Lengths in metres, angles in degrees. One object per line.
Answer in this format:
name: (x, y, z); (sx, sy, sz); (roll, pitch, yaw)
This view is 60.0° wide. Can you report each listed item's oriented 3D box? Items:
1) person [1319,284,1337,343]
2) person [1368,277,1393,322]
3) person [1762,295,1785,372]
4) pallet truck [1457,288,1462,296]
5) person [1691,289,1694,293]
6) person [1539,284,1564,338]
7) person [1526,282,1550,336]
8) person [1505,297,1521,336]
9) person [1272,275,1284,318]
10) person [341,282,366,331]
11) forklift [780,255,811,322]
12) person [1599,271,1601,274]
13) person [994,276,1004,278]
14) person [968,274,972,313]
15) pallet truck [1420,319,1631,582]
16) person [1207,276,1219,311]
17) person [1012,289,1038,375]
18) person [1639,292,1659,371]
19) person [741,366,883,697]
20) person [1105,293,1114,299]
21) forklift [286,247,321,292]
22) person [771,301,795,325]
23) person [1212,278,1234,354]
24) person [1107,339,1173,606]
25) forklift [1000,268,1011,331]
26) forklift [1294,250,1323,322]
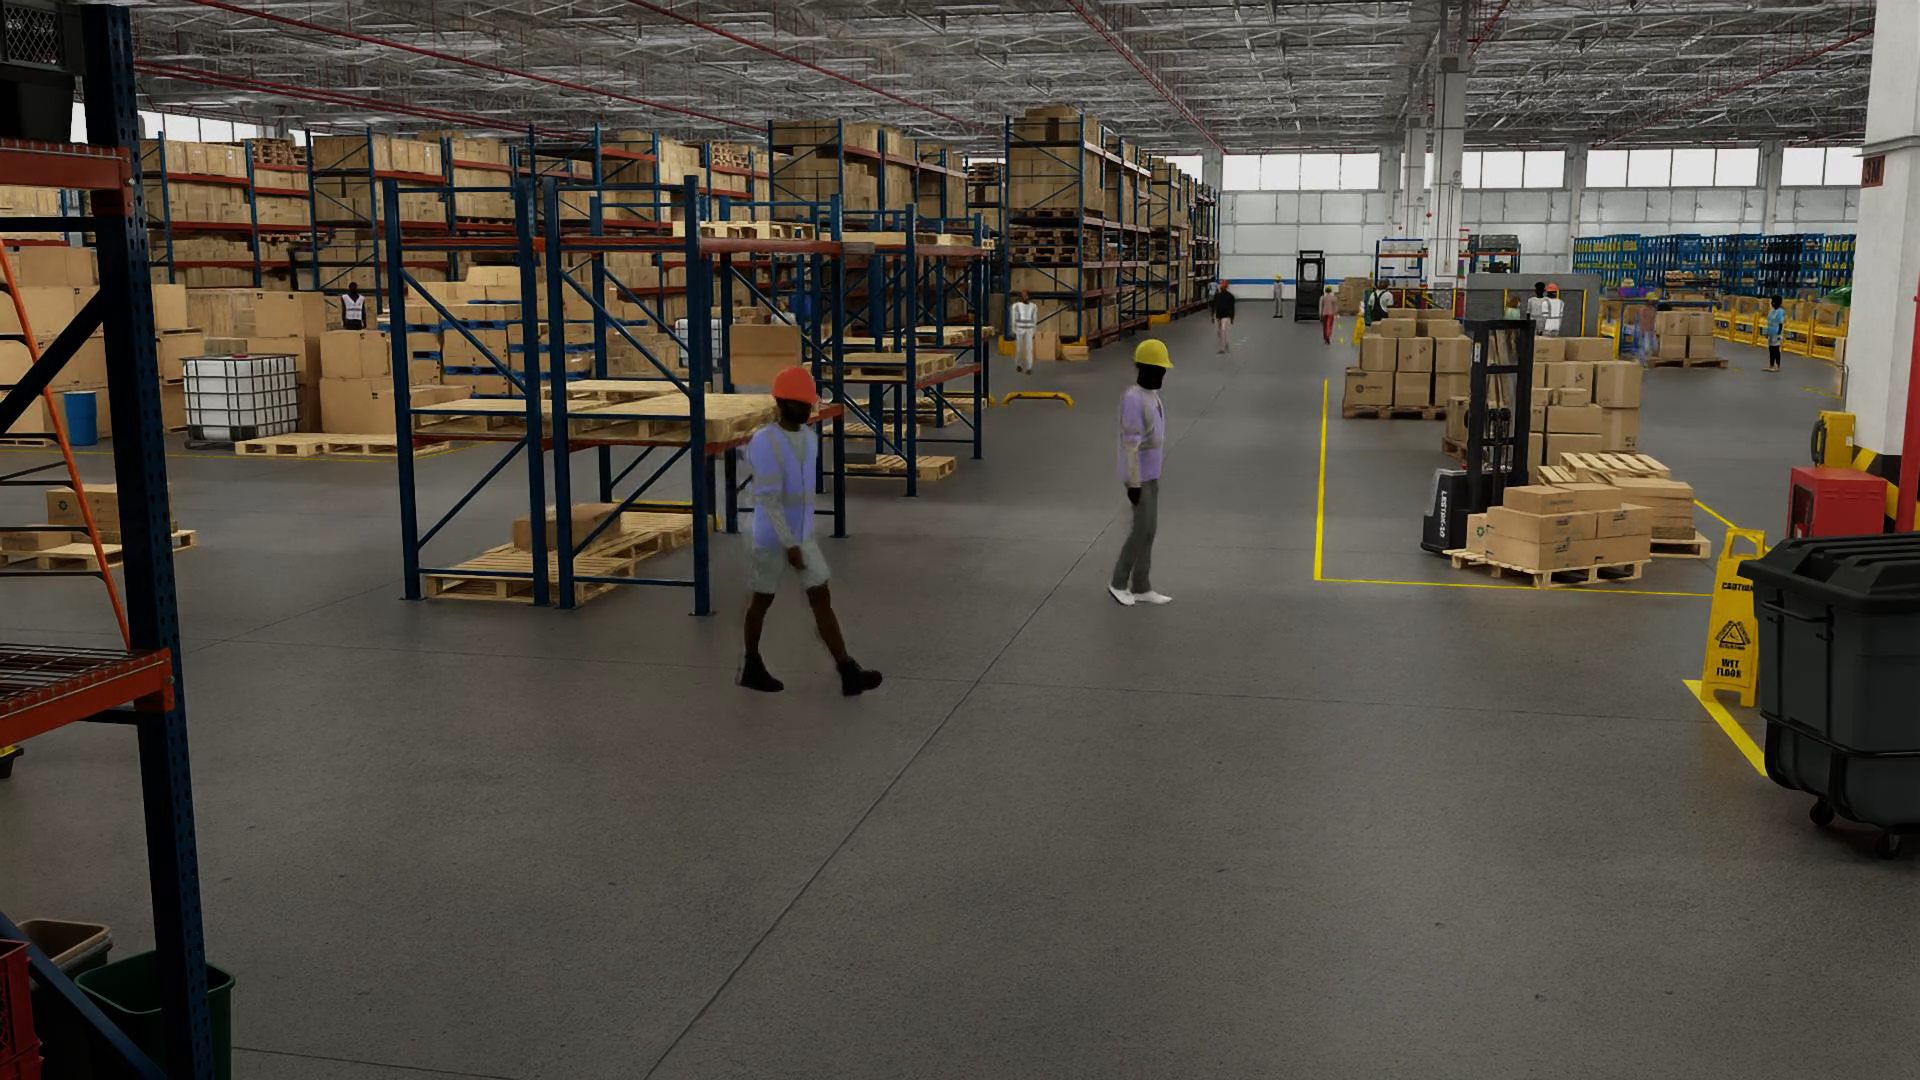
person: (10.764, -6.611, 48.691); (0.531, 1.745, 0.683); (4, 10, 20)
person: (10.450, -5.469, 41.077); (0.536, 2.000, 0.683); (-7, 12, -36)
person: (17.947, -4.541, 36.627); (0.319, 1.693, 0.533); (0, 10, -1)
pallet truck: (20.506, -9.785, 68.819); (0.653, 1.274, 1.630); (2, 10, 12)
person: (34.737, -11.824, 79.425); (0.615, 1.802, 0.783); (-1, 10, -3)
person: (13.051, -4.691, 36.772); (0.544, 1.939, 0.354); (-4, 10, -21)
person: (13.209, -4.906, 37.959); (0.610, 1.964, 0.365); (8, 13, 40)
person: (13.159, -4.997, 39.604); (0.833, 1.593, 0.510); (9, 13, 44)
person: (13.438, -10.284, 70.243); (0.410, 1.823, 0.613); (-5, 11, -27)
person: (-15.058, -5.445, 41.328); (0.593, 1.911, 0.385); (-8, 12, -39)
forklift: (-6.652, -9.788, 64.169); (1.873, 2.768, 1.129); (2, 10, 11)
person: (33.878, -13.346, 88.294); (0.389, 1.846, 0.566); (-1, 10, -8)
person: (2.011, -12.915, 85.389); (0.623, 1.969, 0.791); (4, 10, 20)
person: (0.604, -11.354, 76.535); (0.590, 1.835, 0.404); (-2, 10, -11)
pallet truck: (4.543, -0.757, 13.299); (0.823, 1.965, 1.885); (-4, 10, -22)
person: (11.904, -11.568, 78.230); (0.547, 1.689, 0.544); (0, 10, 3)
person: (1.383, -4.502, 35.935); (0.576, 1.853, 0.878); (-1, 10, -7)
person: (15.286, -4.625, 36.916); (0.554, 1.750, 0.389); (-7, 12, -35)
person: (-0.899, -0.024, 9.288); (1.014, 1.878, 0.550); (8, 12, 39)
person: (6.181, -10.242, 69.796); (0.555, 1.900, 0.992); (3, 10, 15)
forklift: (-19.386, -7.277, 49.296); (1.129, 2.768, 1.873); (2, 10, 12)
person: (-3.665, -4.136, 34.472); (0.543, 1.589, 0.844); (0, 10, -3)
person: (6.913, -5.859, 43.569); (0.629, 1.978, 0.619); (8, 12, 39)
person: (1.289, -0.477, 11.896); (0.467, 1.912, 0.595); (3, 10, 20)
forklift: (2.066, -8.290, 55.294); (1.129, 2.768, 1.873); (2, 10, 12)
forklift: (13.778, -10.002, 65.433); (1.129, 2.768, 1.873); (2, 10, 12)
